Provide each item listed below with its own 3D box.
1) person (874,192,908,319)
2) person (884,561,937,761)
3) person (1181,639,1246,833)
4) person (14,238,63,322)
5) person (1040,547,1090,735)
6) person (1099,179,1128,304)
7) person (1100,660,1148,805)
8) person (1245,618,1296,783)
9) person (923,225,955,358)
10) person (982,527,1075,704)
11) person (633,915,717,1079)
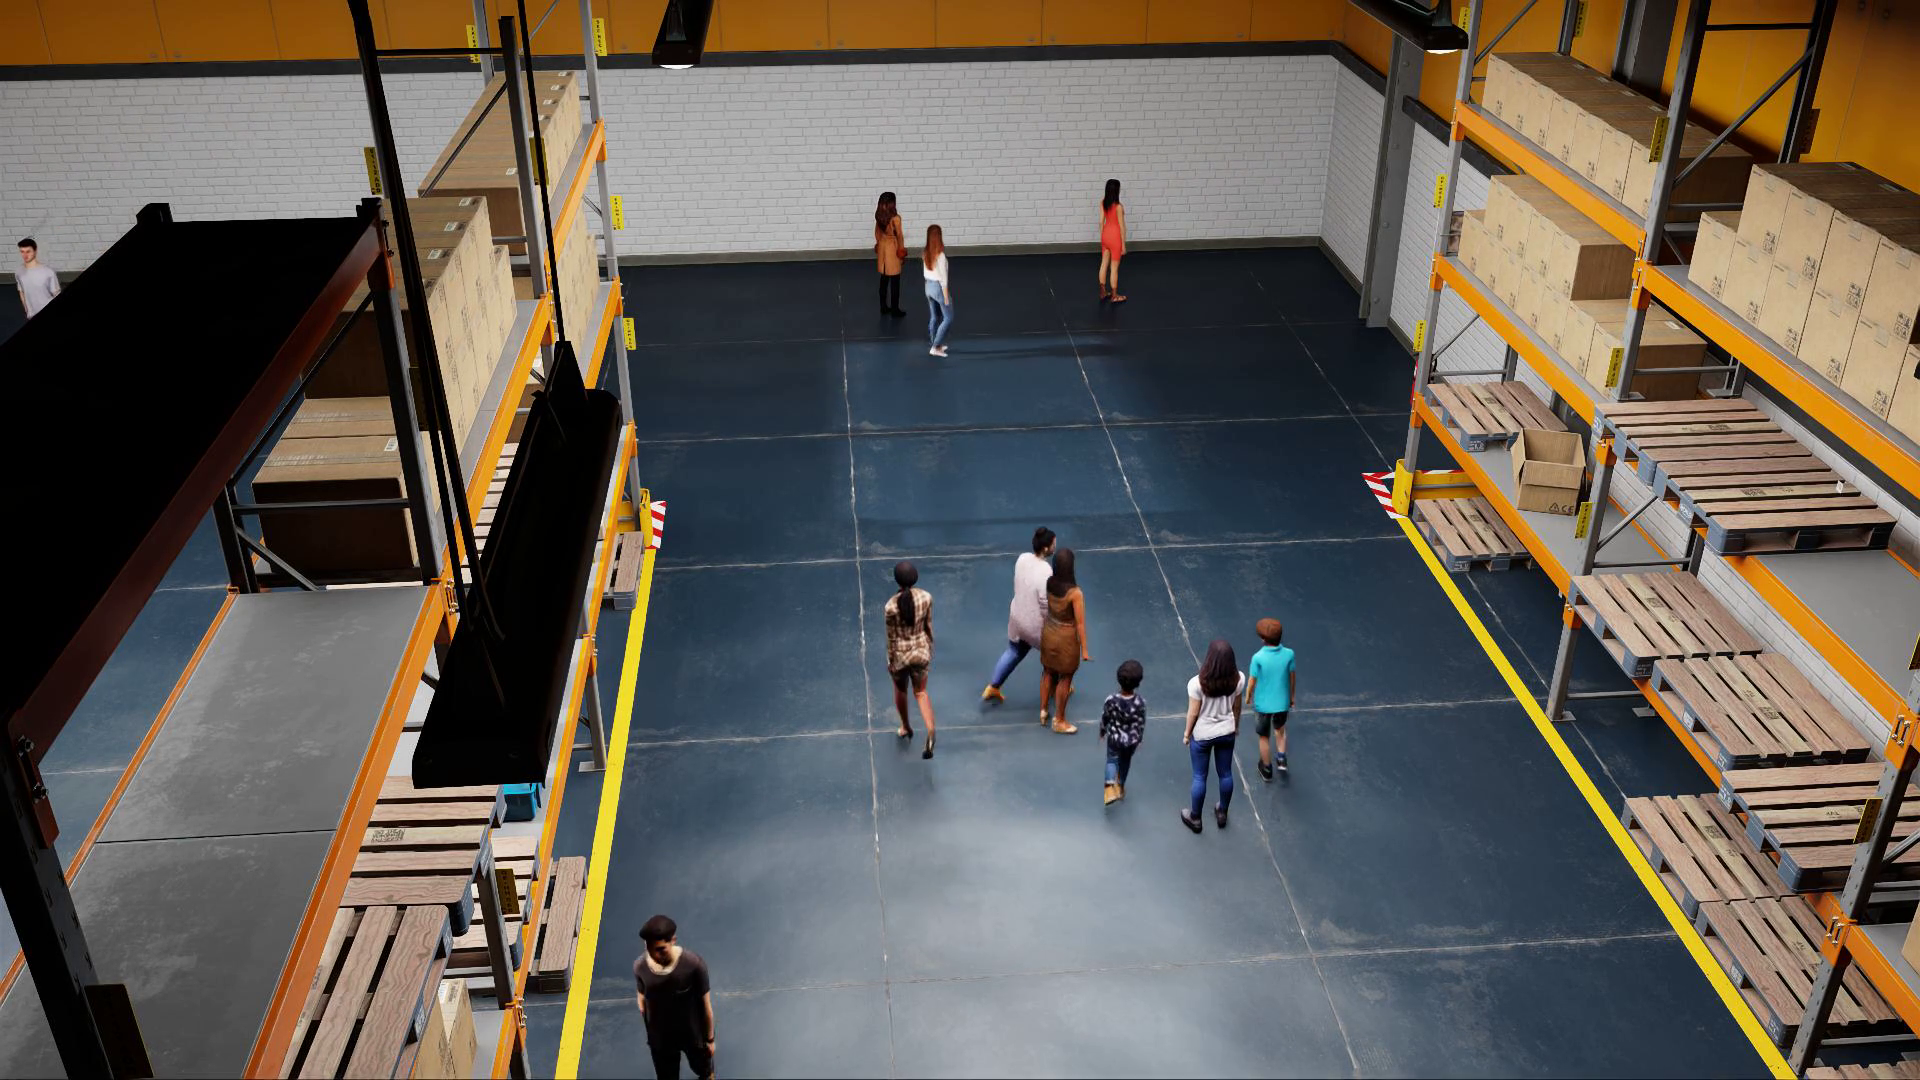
[{"bbox_3d":[-0.939,-3.847,22.360,0.772,1.720,0.834,22,36,35],"label":"person"},{"bbox_3d":[-0.379,1.005,13.409,0.762,1.775,1.024,-11,31,-20],"label":"person"},{"bbox_3d":[1.921,1.488,12.619,0.631,1.684,0.568,-7,29,-12],"label":"person"},{"bbox_3d":[-11.100,-2.780,20.269,0.680,1.850,1.037,-2,29,-3],"label":"person"},{"bbox_3d":[0.837,0.838,13.816,0.779,1.678,0.651,-19,34,-31],"label":"person"},{"bbox_3d":[2.089,-4.118,22.860,0.735,1.718,0.648,-23,36,-36],"label":"person"},{"bbox_3d":[1.277,1.542,12.986,0.572,1.237,0.729,1,29,2],"label":"person"},{"bbox_3d":[2.493,1.307,13.217,0.576,1.430,0.562,-4,29,-8],"label":"person"},{"bbox_3d":[-0.334,-3.130,21.045,0.832,1.723,0.758,-21,35,-33],"label":"person"},{"bbox_3d":[0.542,0.687,14.061,1.076,1.710,1.151,-18,33,-30],"label":"person"},{"bbox_3d":[-1.674,2.892,10.036,0.700,1.693,1.058,0,29,1],"label":"person"}]
